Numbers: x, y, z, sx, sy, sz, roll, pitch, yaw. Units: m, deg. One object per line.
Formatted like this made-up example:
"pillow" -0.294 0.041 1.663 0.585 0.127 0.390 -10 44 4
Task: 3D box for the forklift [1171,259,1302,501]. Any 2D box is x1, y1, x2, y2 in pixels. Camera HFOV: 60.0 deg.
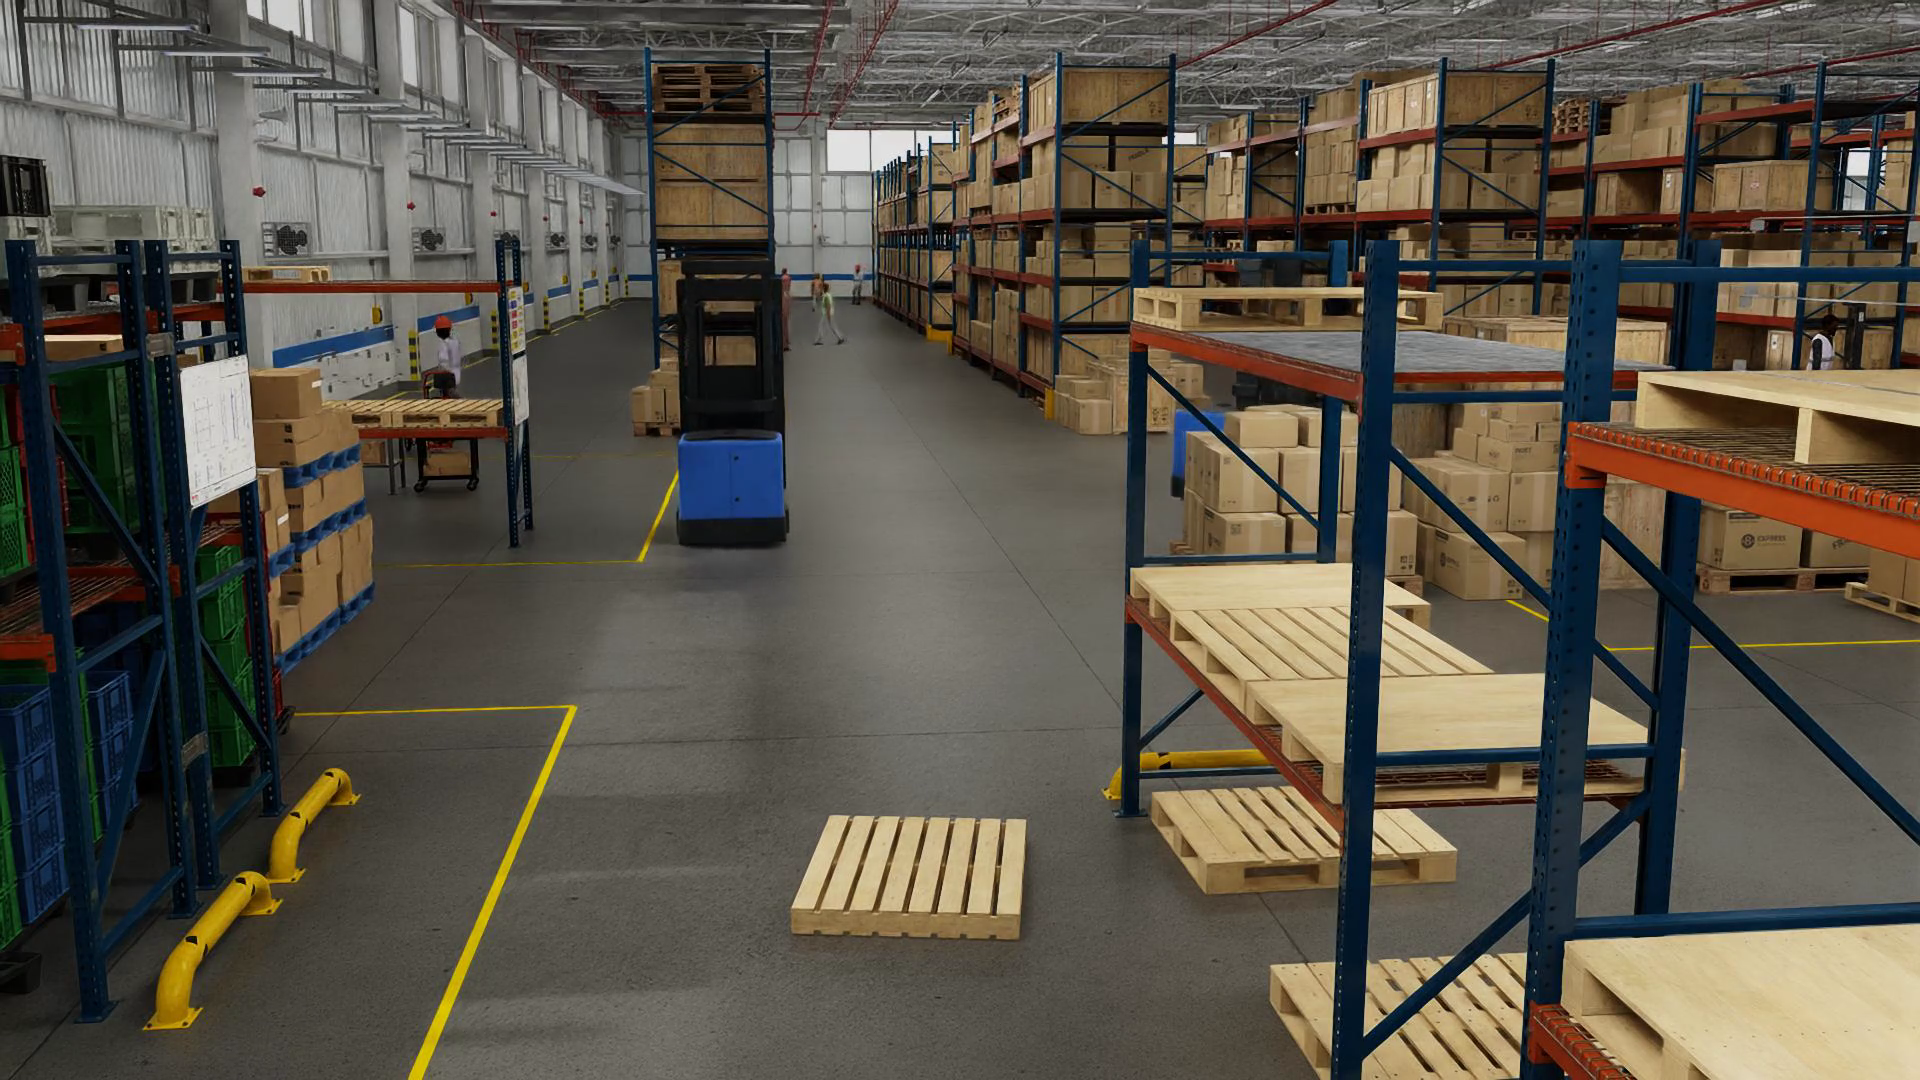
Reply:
"forklift" 3.459 -1.796 18.885 1.873 2.768 1.129 9 13 40

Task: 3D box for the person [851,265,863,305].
"person" -4.773 -11.963 77.976 0.544 1.876 0.766 4 11 20

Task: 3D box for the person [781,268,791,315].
"person" -7.086 -10.037 67.248 0.410 1.909 0.643 4 11 23

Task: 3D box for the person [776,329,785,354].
"person" -4.938 -5.746 44.066 0.737 1.670 0.546 -1 10 -8

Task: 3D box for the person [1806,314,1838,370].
"person" 13.134 -2.484 25.392 0.400 1.911 0.588 10 14 44

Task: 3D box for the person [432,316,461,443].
"person" -7.581 -2.395 24.880 0.656 1.916 0.560 2 10 13

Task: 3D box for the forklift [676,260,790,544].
"forklift" -2.340 -1.457 17.007 1.129 2.768 1.873 -1 10 -6

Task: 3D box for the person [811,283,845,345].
"person" -3.814 -6.555 48.256 0.953 1.815 0.579 0 10 1

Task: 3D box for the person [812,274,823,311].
"person" -6.082 -10.515 70.709 0.520 1.613 0.731 2 10 10

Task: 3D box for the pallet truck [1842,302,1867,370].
"pallet truck" 15.846 -3.142 28.793 1.885 1.965 0.823 2 10 12

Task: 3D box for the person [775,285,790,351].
"person" -4.947 -6.120 45.607 0.620 1.881 0.645 -8 13 -38
